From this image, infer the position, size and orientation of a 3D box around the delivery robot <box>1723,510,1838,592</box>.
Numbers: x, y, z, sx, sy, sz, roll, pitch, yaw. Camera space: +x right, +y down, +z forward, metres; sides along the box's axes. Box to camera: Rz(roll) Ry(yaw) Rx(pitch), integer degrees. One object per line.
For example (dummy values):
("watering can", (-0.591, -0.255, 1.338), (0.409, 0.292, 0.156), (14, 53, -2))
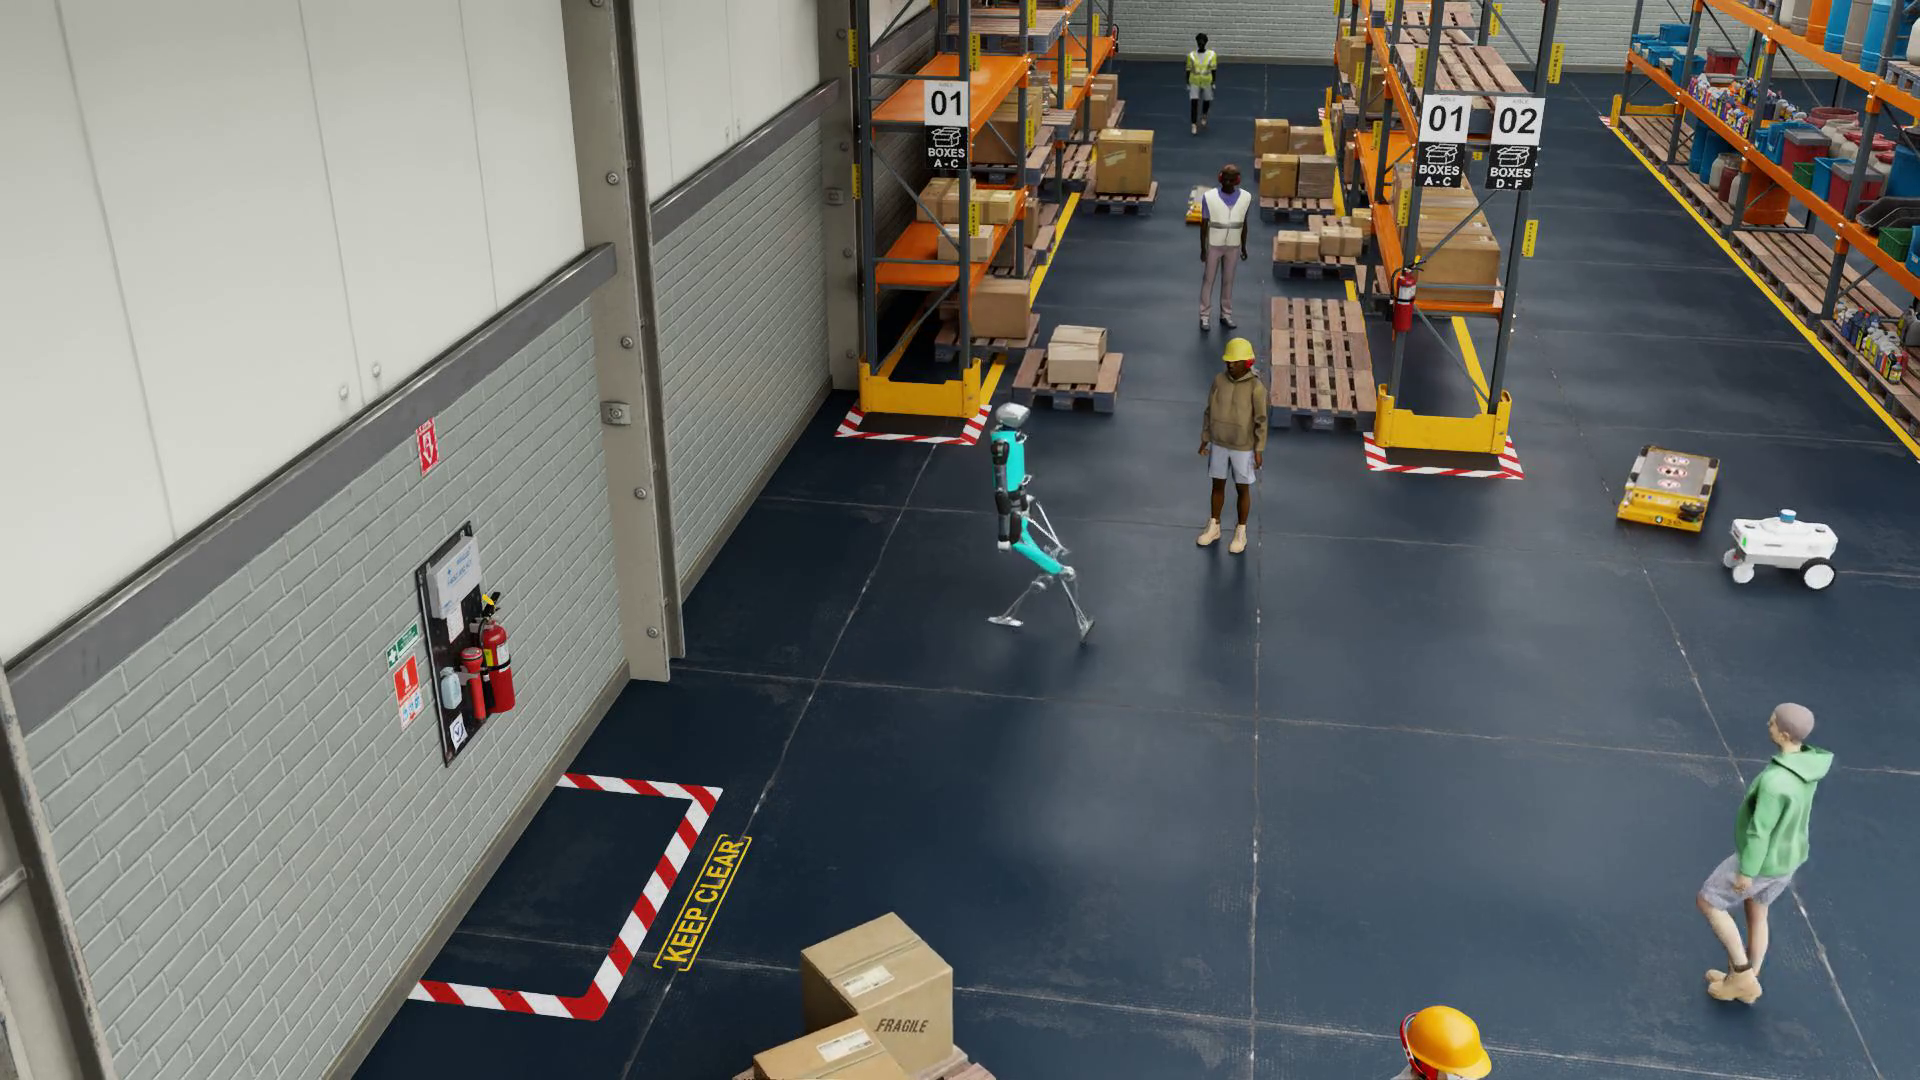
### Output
("delivery robot", (6.391, 0.067, 12.900), (0.811, 0.614, 0.499), (3, 25, 7))

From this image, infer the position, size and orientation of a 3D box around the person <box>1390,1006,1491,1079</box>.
("person", (1.664, 2.485, 6.135), (0.569, 1.890, 0.376), (-21, 32, -37))

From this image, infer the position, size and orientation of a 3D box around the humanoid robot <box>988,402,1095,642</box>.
("humanoid robot", (0.657, -0.097, 11.855), (0.925, 1.783, 0.539), (6, 26, 13))

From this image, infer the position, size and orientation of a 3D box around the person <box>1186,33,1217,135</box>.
("person", (4.104, -7.807, 28.389), (0.535, 1.681, 0.583), (4, 25, 8))

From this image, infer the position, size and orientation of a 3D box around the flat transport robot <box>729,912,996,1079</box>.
("flat transport robot", (-0.444, 2.786, 7.395), (0.659, 0.231, 1.431), (-19, 31, -35))

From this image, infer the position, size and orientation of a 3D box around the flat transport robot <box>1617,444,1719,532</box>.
("flat transport robot", (6.125, -0.460, 14.343), (0.659, 0.231, 1.431), (13, 28, 25))

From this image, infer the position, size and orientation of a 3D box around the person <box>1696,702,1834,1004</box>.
("person", (3.965, 1.574, 8.261), (0.501, 1.726, 0.406), (-19, 31, -35))

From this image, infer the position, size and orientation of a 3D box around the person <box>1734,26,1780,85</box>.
("person", (15.741, -9.828, 32.666), (0.810, 1.733, 0.372), (8, 26, 17))

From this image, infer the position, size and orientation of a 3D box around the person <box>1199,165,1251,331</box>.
("person", (2.924, -3.257, 18.471), (0.563, 1.840, 0.397), (-5, 26, -11))

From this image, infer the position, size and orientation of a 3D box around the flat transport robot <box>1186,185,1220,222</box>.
("flat transport robot", (3.580, -4.753, 23.532), (0.659, 0.231, 1.431), (5, 25, 10))

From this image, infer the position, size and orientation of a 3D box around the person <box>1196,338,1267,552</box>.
("person", (2.183, -0.775, 13.249), (0.550, 1.762, 0.400), (15, 29, 29))

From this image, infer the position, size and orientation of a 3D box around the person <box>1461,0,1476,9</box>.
("person", (9.414, -9.265, 31.366), (0.989, 1.804, 0.547), (11, 27, 23))
